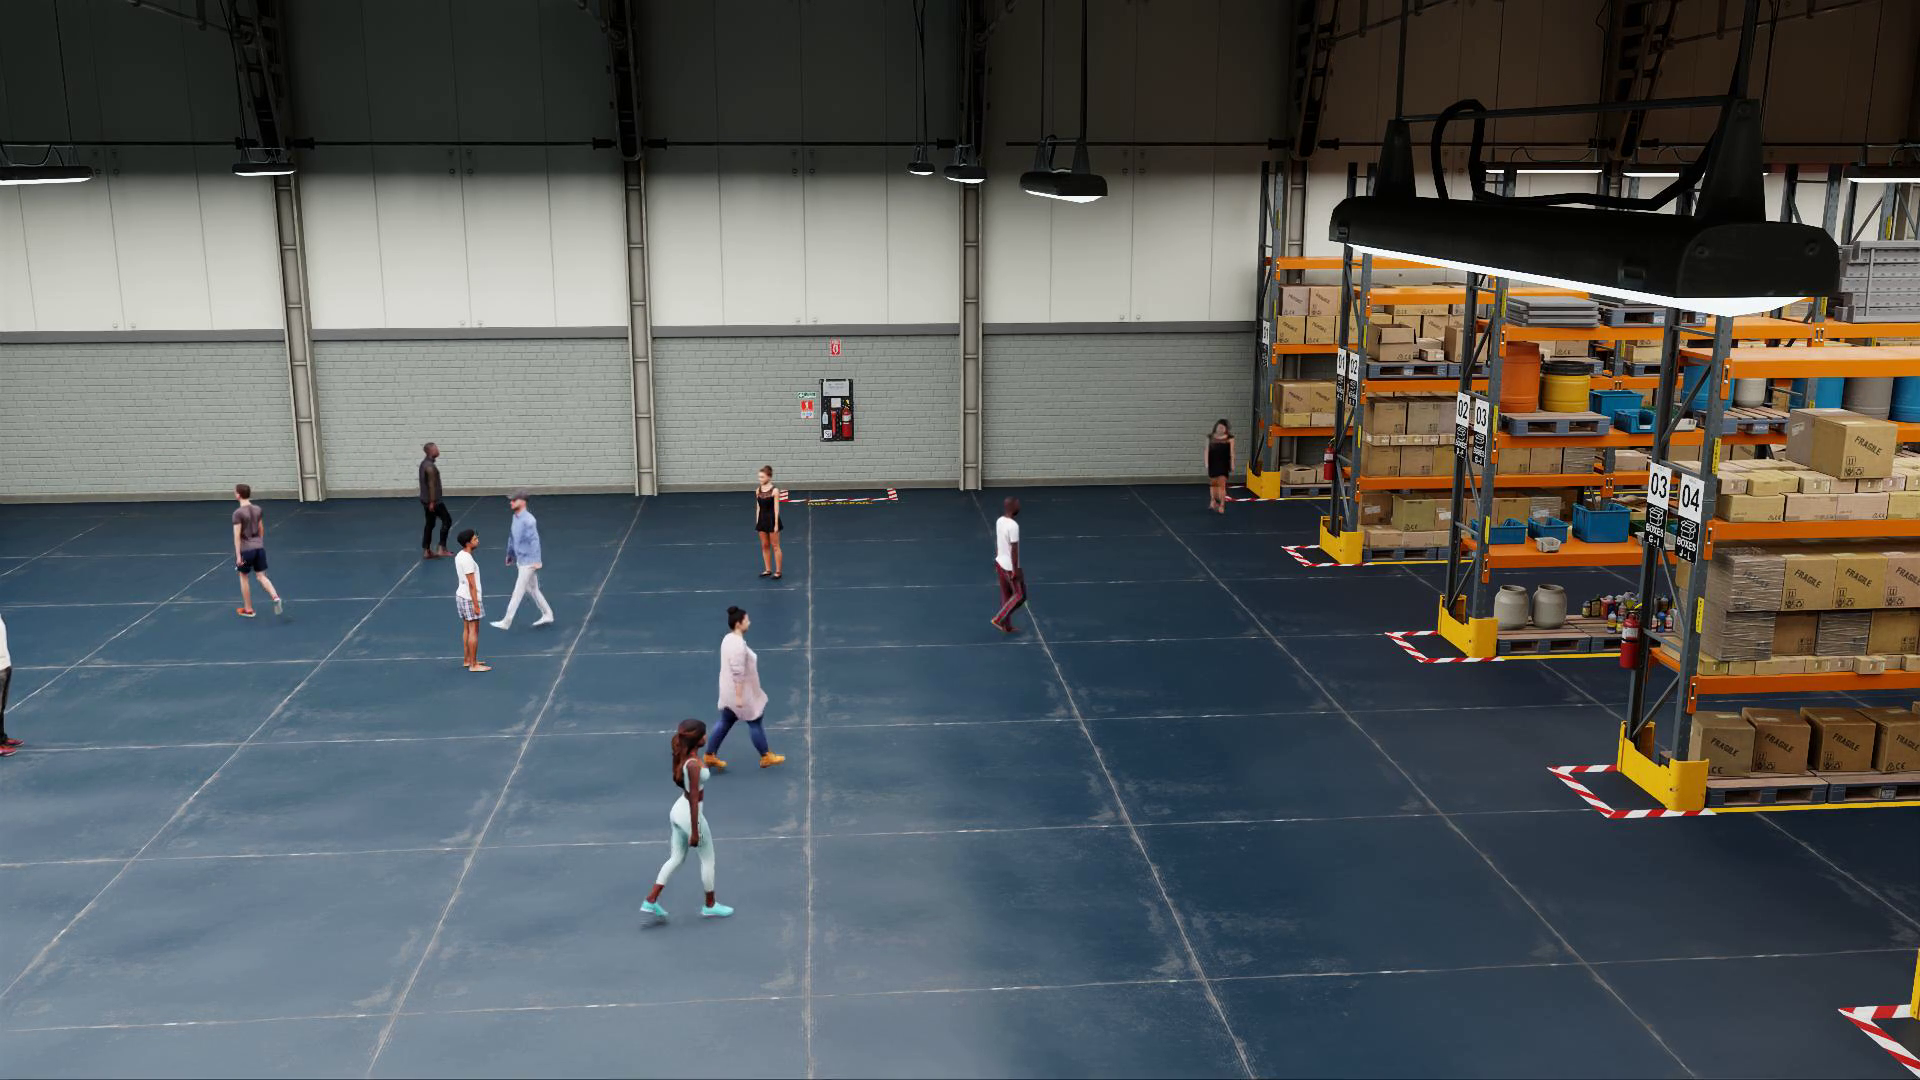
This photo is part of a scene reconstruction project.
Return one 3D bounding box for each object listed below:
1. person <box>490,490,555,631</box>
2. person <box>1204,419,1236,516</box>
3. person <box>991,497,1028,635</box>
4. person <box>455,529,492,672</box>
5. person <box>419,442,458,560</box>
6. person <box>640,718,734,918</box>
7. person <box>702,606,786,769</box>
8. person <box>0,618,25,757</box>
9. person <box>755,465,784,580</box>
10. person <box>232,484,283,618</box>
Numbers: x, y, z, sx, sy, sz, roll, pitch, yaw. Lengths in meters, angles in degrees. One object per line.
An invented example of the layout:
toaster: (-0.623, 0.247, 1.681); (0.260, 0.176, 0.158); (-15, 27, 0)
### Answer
person: (-5.605, 0.269, 21.806); (1.233, 1.846, 1.023); (-9, 16, -34)
person: (4.474, -1.267, 28.852); (0.990, 1.658, 0.961); (7, 15, 26)
person: (0.553, 0.351, 21.497); (0.854, 1.824, 0.798); (-7, 15, -27)
person: (-5.936, 0.714, 20.125); (0.674, 1.735, 0.707); (-7, 15, -28)
person: (-8.200, -0.588, 25.563); (0.862, 1.819, 0.833); (-8, 15, -30)
person: (-2.260, 2.281, 13.422); (1.055, 1.707, 0.807); (-7, 15, -27)
person: (-2.311, 1.524, 16.702); (1.165, 1.703, 0.882); (-5, 14, -19)
person: (-10.065, 1.333, 17.302); (0.587, 1.804, 0.677); (-3, 13, -14)
person: (-2.806, -0.268, 24.490); (0.674, 1.681, 0.752); (8, 15, 31)
person: (-9.441, 0.165, 22.279); (1.127, 1.834, 0.990); (7, 15, 27)
